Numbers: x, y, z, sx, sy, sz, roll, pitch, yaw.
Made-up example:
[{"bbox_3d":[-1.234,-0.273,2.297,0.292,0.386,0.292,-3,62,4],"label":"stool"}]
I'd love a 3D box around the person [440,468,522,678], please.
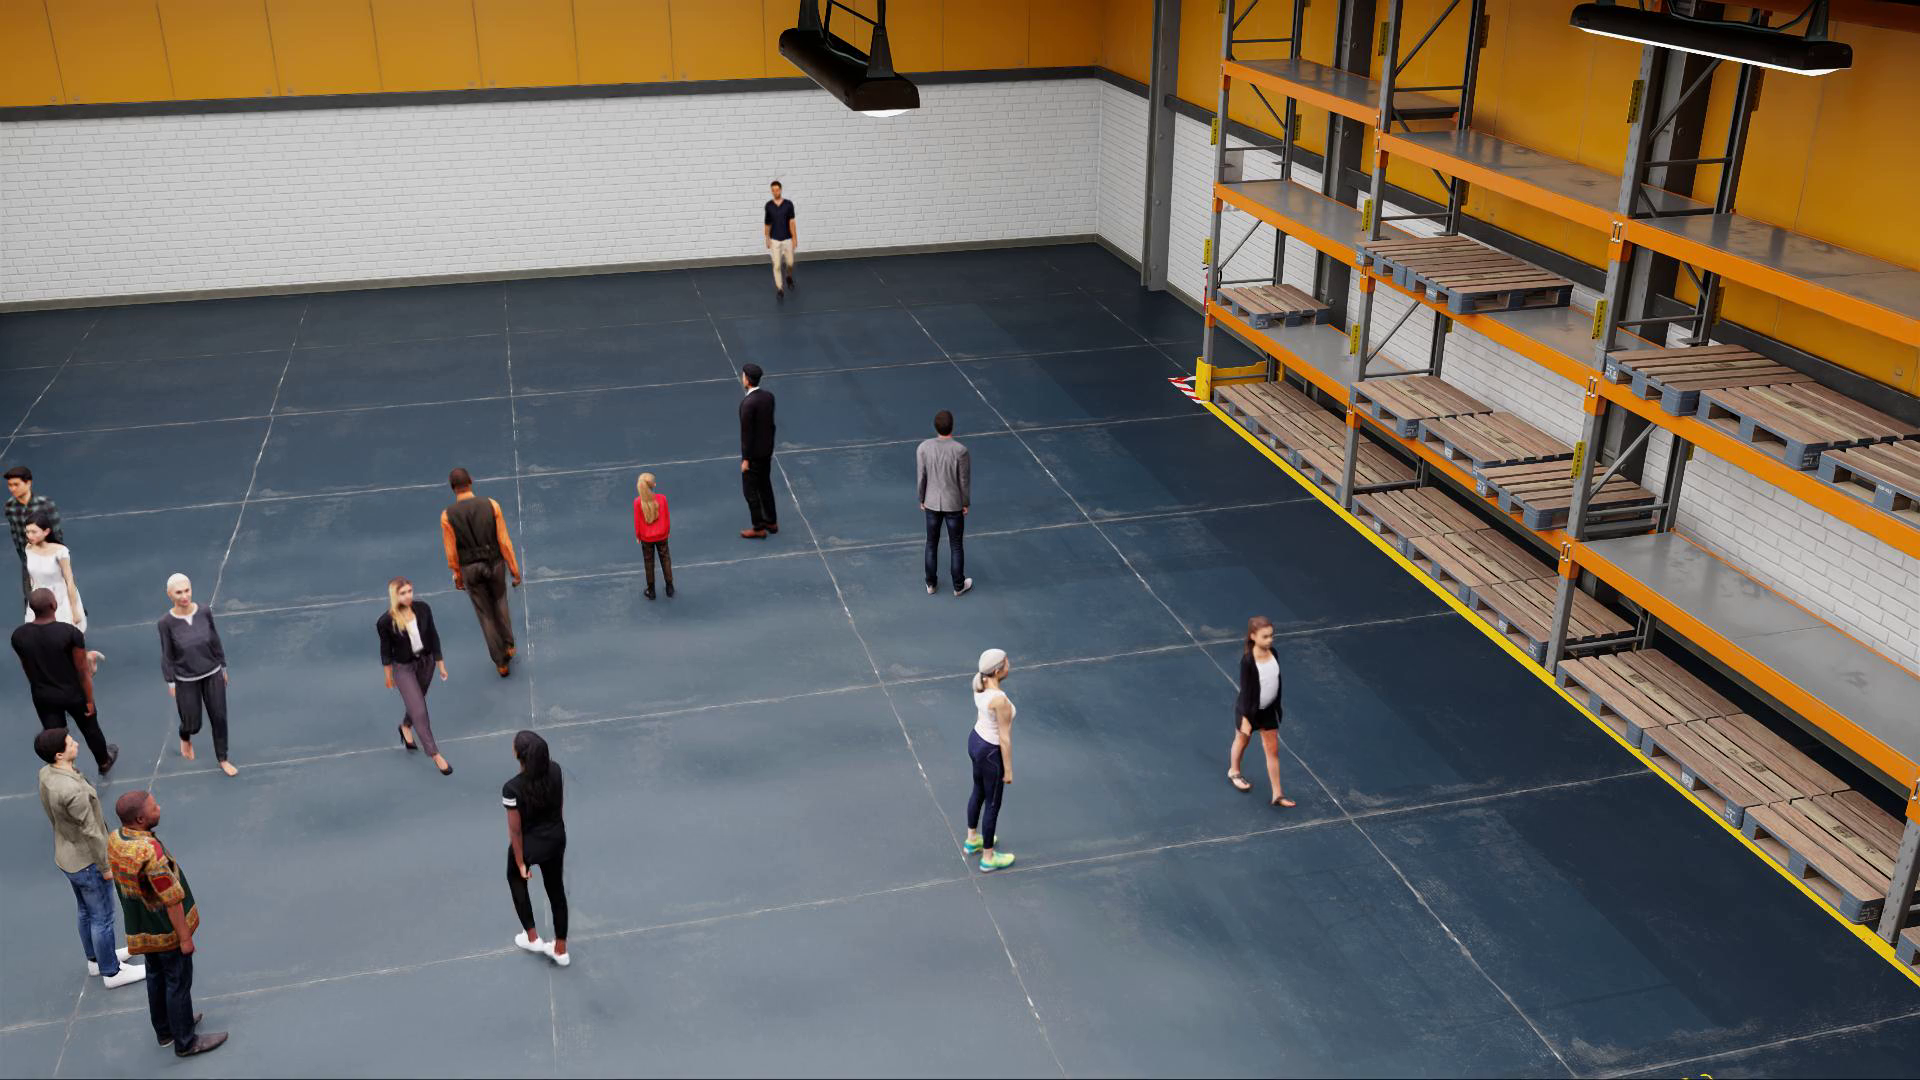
[{"bbox_3d":[-4.153,0.329,14.507,0.825,1.870,0.850,-8,25,-17],"label":"person"}]

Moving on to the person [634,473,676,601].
[{"bbox_3d":[-2.964,-0.044,16.094,0.503,1.280,0.496,-8,25,-18],"label":"person"}]

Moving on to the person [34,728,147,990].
[{"bbox_3d":[-5.612,2.023,10.635,0.734,1.865,0.854,20,31,38],"label":"person"}]

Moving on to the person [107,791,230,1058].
[{"bbox_3d":[-4.848,2.309,10.055,0.803,1.806,0.885,18,29,35],"label":"person"}]

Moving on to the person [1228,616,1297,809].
[{"bbox_3d":[2.223,1.264,12.798,0.691,1.523,1.021,-12,26,-25],"label":"person"}]

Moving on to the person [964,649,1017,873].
[{"bbox_3d":[0.197,1.550,11.927,0.686,1.699,0.533,-11,26,-24],"label":"person"}]

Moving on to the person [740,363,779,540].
[{"bbox_3d":[-2.098,-0.931,17.385,0.830,1.873,0.750,10,25,21],"label":"person"}]

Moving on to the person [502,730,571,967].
[{"bbox_3d":[-2.690,2.026,10.818,0.759,1.714,0.820,-20,30,-37],"label":"person"}]

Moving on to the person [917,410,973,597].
[{"bbox_3d":[-0.147,-0.360,16.074,0.776,1.875,0.776,6,24,12],"label":"person"}]

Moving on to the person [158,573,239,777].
[{"bbox_3d":[-6.032,1.033,13.088,0.909,1.715,0.820,21,31,39],"label":"person"}]

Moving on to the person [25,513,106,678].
[{"bbox_3d":[-7.593,0.557,14.121,0.832,1.760,0.934,6,24,13],"label":"person"}]

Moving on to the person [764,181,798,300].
[{"bbox_3d":[-2.802,-4.726,26.106,0.739,1.841,0.808,-1,24,-2],"label":"person"}]

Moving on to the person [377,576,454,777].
[{"bbox_3d":[-4.372,1.039,13.196,1.135,1.617,0.957,21,31,39],"label":"person"}]

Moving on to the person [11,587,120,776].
[{"bbox_3d":[-6.782,1.260,12.496,0.763,1.774,1.192,-4,24,-8],"label":"person"}]

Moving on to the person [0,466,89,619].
[{"bbox_3d":[-8.191,0.126,14.901,0.830,1.677,1.147,-1,24,-2],"label":"person"}]
